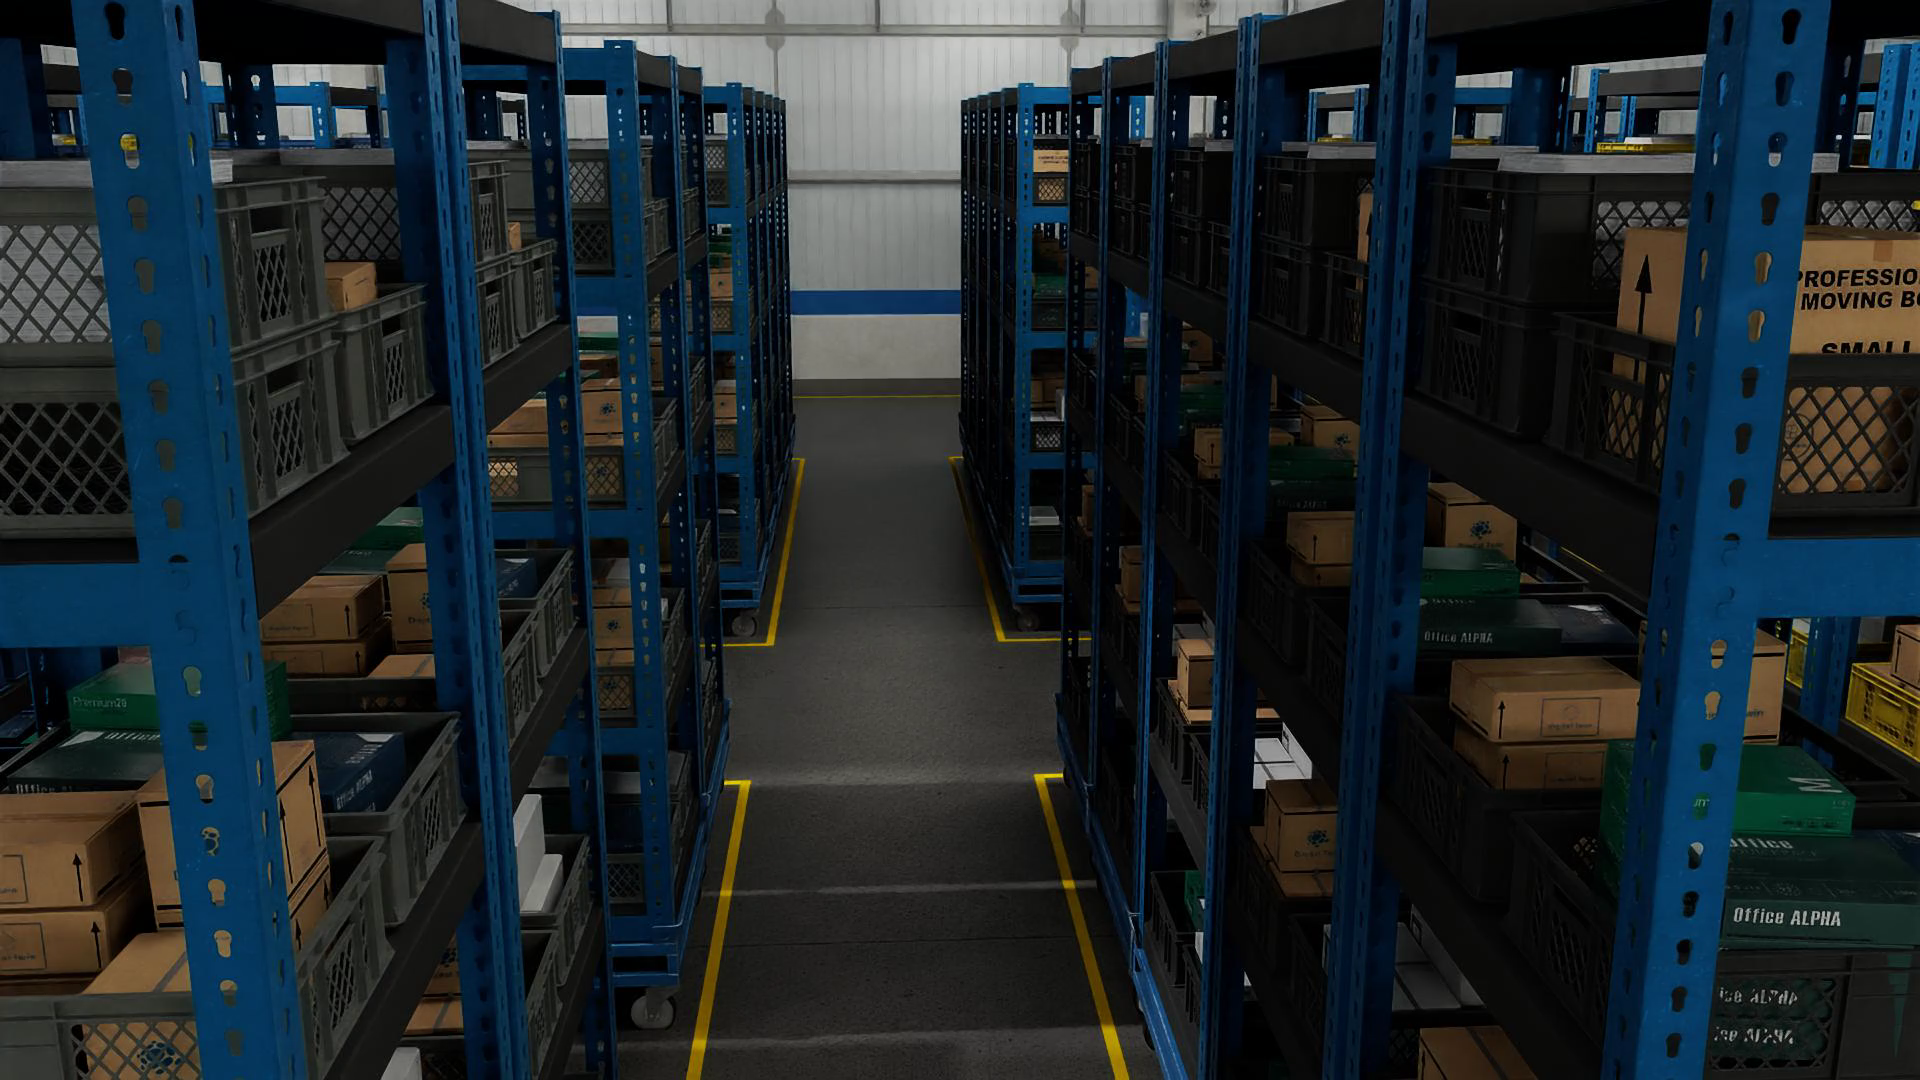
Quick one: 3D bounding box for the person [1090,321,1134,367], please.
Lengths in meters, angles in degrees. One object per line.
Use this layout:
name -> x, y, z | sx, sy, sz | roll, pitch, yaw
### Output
person -> 1.499, -1.612, 16.534 | 0.572, 1.819, 0.794 | -3, 14, -13
